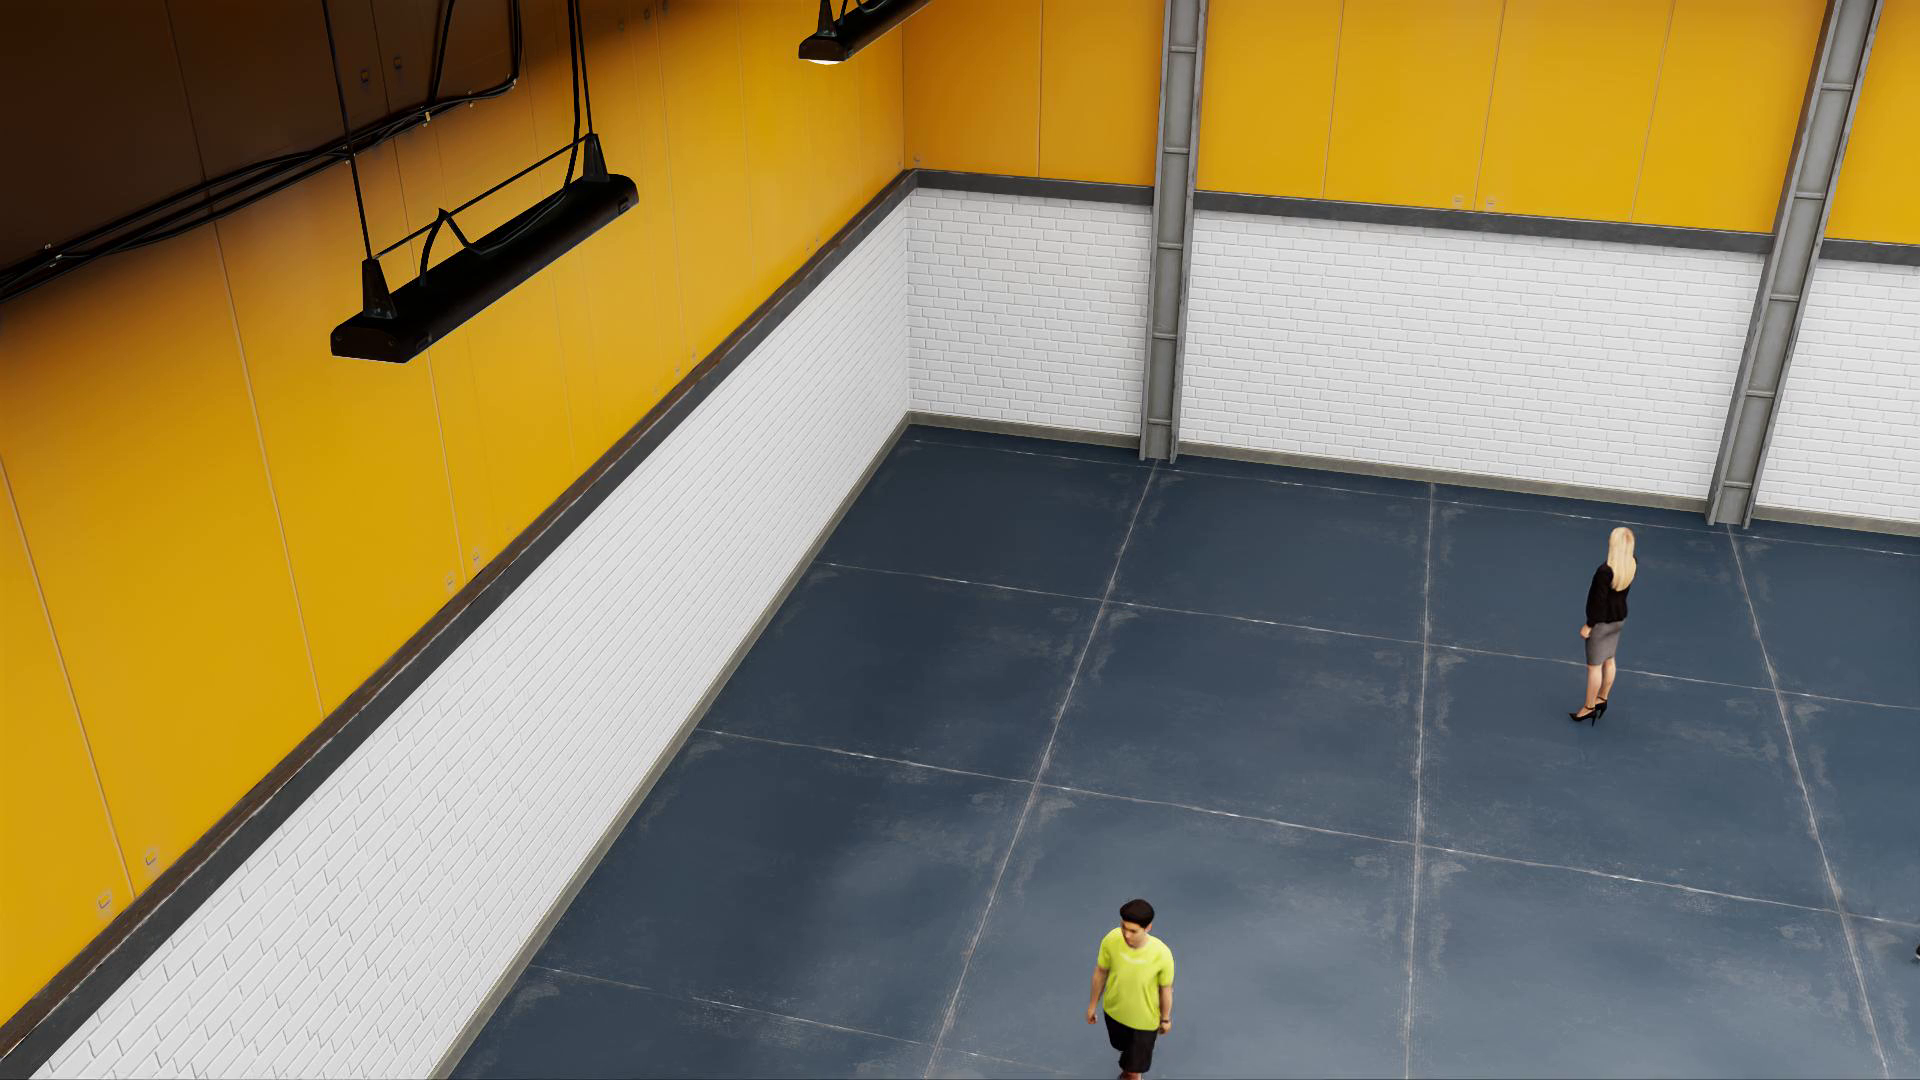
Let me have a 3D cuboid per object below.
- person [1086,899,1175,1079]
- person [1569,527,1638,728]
[{"bbox_3d":[1.070,2.820,10.156,1.076,1.665,0.901,16,32,27],"label":"person"},{"bbox_3d":[5.369,0.716,13.826,0.691,1.843,0.734,-19,34,-31],"label":"person"}]
